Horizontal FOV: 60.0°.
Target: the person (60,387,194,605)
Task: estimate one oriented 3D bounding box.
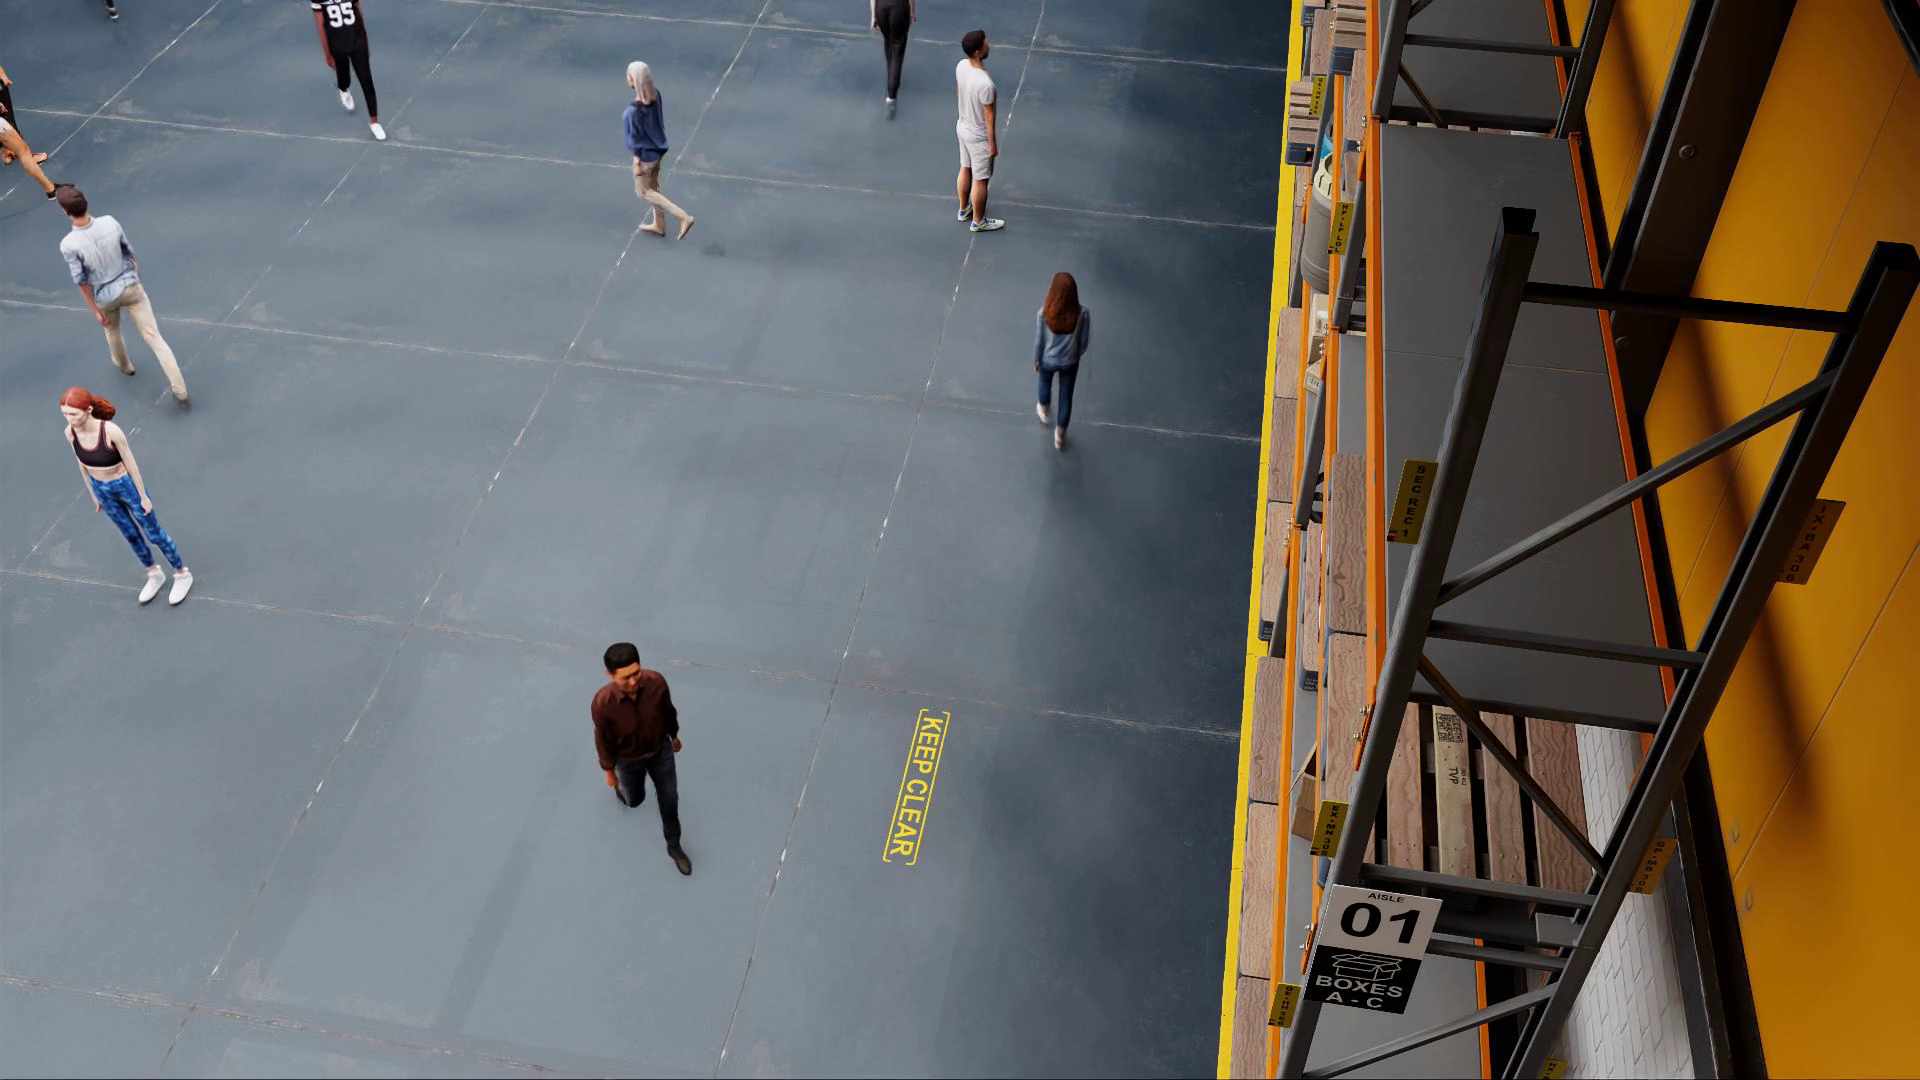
[{"bbox_3d":[-5.581,-0.298,11.090,0.557,1.787,0.564,5,44,5],"label":"person"}]

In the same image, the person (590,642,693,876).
[{"bbox_3d":[-1.874,1.169,9.562,1.054,1.760,1.129,-24,49,-23],"label":"person"}]

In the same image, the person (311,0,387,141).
[{"bbox_3d":[-5.843,-4.699,15.758,1.027,1.709,1.113,-25,49,-24],"label":"person"}]

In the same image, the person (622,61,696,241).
[{"bbox_3d":[-2.604,-3.300,14.317,0.752,1.682,0.824,13,45,14],"label":"person"}]

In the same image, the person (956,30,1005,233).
[{"bbox_3d":[0.137,-3.558,14.455,0.823,1.855,0.736,-21,48,-21],"label":"person"}]

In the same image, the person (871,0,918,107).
[{"bbox_3d":[-0.660,-5.047,16.122,0.591,1.712,1.120,6,44,6],"label":"person"}]

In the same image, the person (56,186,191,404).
[{"bbox_3d":[-6.359,-1.823,12.673,1.245,1.801,1.207,-33,53,-30],"label":"person"}]

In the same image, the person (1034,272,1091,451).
[{"bbox_3d":[0.746,-1.301,12.371,0.628,1.461,0.796,2,44,2],"label":"person"}]
